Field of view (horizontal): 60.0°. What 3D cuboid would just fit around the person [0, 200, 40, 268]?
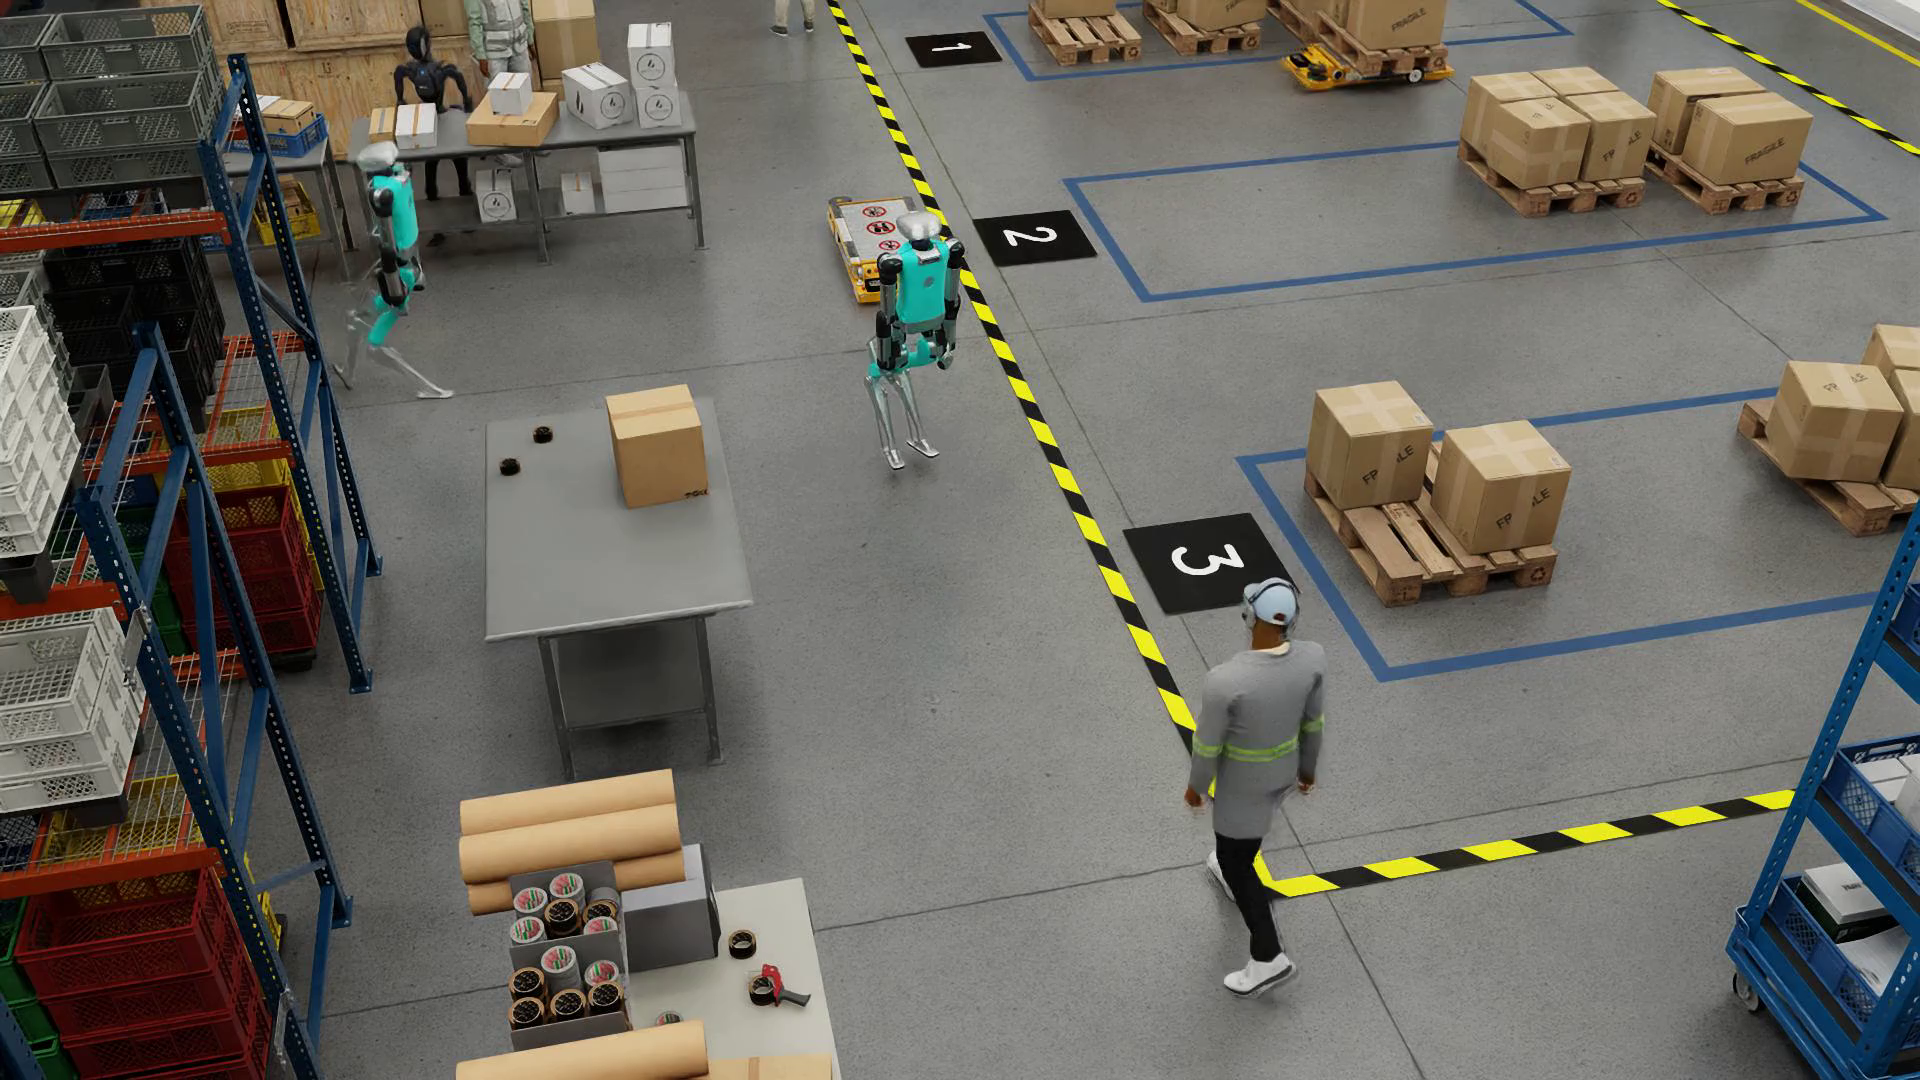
[{"bbox_3d":[-5.352,-1.197,9.848,0.404,1.837,0.587,26,44,31],"label":"person"}]

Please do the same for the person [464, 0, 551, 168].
[{"bbox_3d":[-3.705,-4.019,13.559,0.413,1.939,0.607,26,44,31],"label":"person"}]

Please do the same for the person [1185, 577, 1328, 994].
[{"bbox_3d":[1.288,1.005,6.914,0.607,1.815,0.761,-20,41,-25],"label":"person"}]

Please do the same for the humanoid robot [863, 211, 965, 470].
[{"bbox_3d":[-0.344,-1.246,9.885,0.533,1.677,0.735,-19,41,-23],"label":"humanoid robot"}]

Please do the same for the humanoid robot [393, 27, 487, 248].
[{"bbox_3d":[-3.876,-3.004,12.424,0.610,1.639,0.620,0,37,0],"label":"humanoid robot"}]

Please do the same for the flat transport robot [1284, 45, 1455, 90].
[{"bbox_3d":[3.833,-4.476,15.546,1.431,0.197,0.652,-8,37,-10],"label":"flat transport robot"}]

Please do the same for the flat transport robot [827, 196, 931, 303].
[{"bbox_3d":[-0.570,-2.220,12.538,0.659,0.231,1.431,-8,37,-10],"label":"flat transport robot"}]

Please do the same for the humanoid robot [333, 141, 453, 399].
[{"bbox_3d":[-3.823,-1.656,10.566,0.915,1.786,0.543,0,37,0],"label":"humanoid robot"}]

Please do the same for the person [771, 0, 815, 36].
[{"bbox_3d":[-1.651,-5.765,16.044,0.564,1.769,0.395,-16,39,-20],"label":"person"}]
